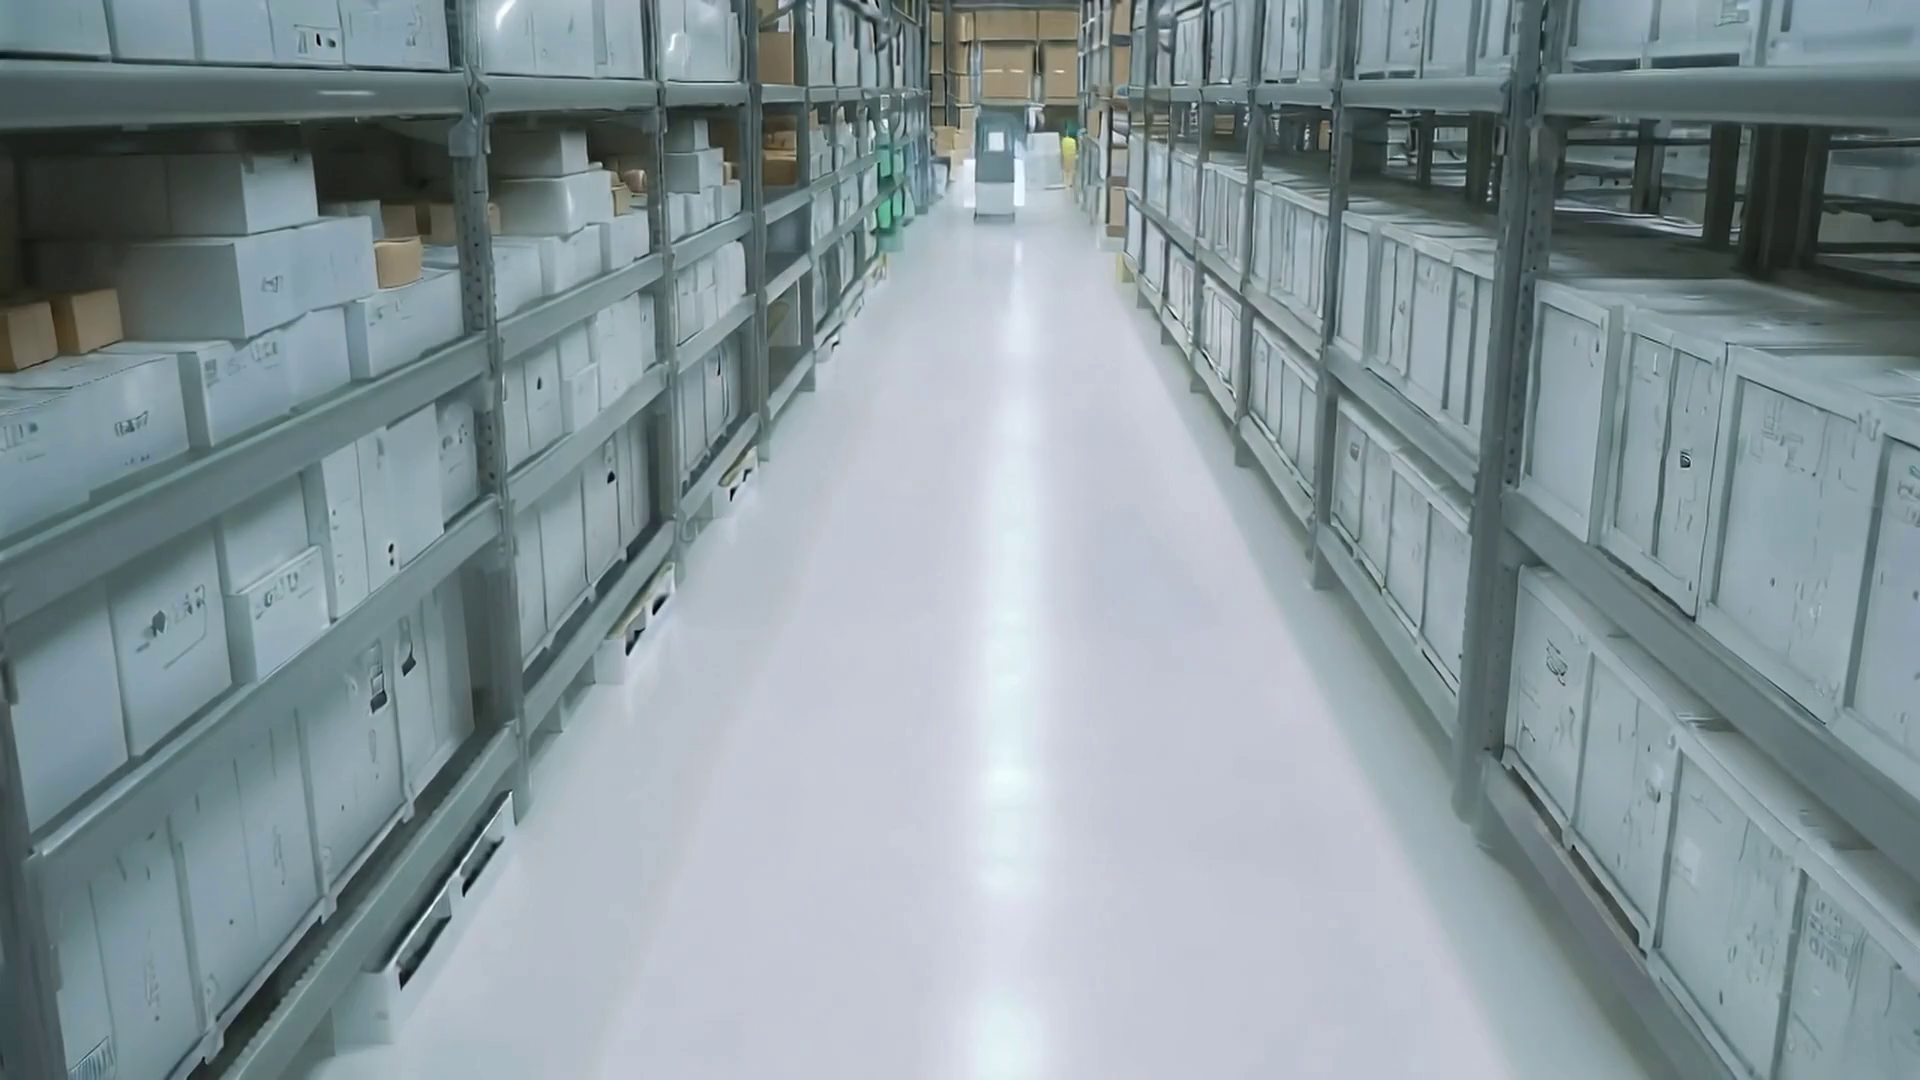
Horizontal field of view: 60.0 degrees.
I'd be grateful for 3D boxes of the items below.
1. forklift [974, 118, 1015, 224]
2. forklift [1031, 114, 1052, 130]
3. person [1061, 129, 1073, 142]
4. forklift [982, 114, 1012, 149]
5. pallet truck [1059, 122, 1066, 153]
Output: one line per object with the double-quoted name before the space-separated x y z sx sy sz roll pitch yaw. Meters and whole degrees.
"forklift" 0.950 -10.080 45.297 1.129 2.768 1.873 0 15 1
"forklift" 3.455 -17.017 71.107 1.129 2.768 1.873 0 15 2
"person" 4.836 -17.584 75.123 0.549 1.891 1.009 -3 15 -11
"forklift" 1.171 -12.140 52.959 1.129 2.768 1.873 0 15 2
"pallet truck" 5.788 -21.111 88.014 1.885 1.965 0.823 5 16 18
